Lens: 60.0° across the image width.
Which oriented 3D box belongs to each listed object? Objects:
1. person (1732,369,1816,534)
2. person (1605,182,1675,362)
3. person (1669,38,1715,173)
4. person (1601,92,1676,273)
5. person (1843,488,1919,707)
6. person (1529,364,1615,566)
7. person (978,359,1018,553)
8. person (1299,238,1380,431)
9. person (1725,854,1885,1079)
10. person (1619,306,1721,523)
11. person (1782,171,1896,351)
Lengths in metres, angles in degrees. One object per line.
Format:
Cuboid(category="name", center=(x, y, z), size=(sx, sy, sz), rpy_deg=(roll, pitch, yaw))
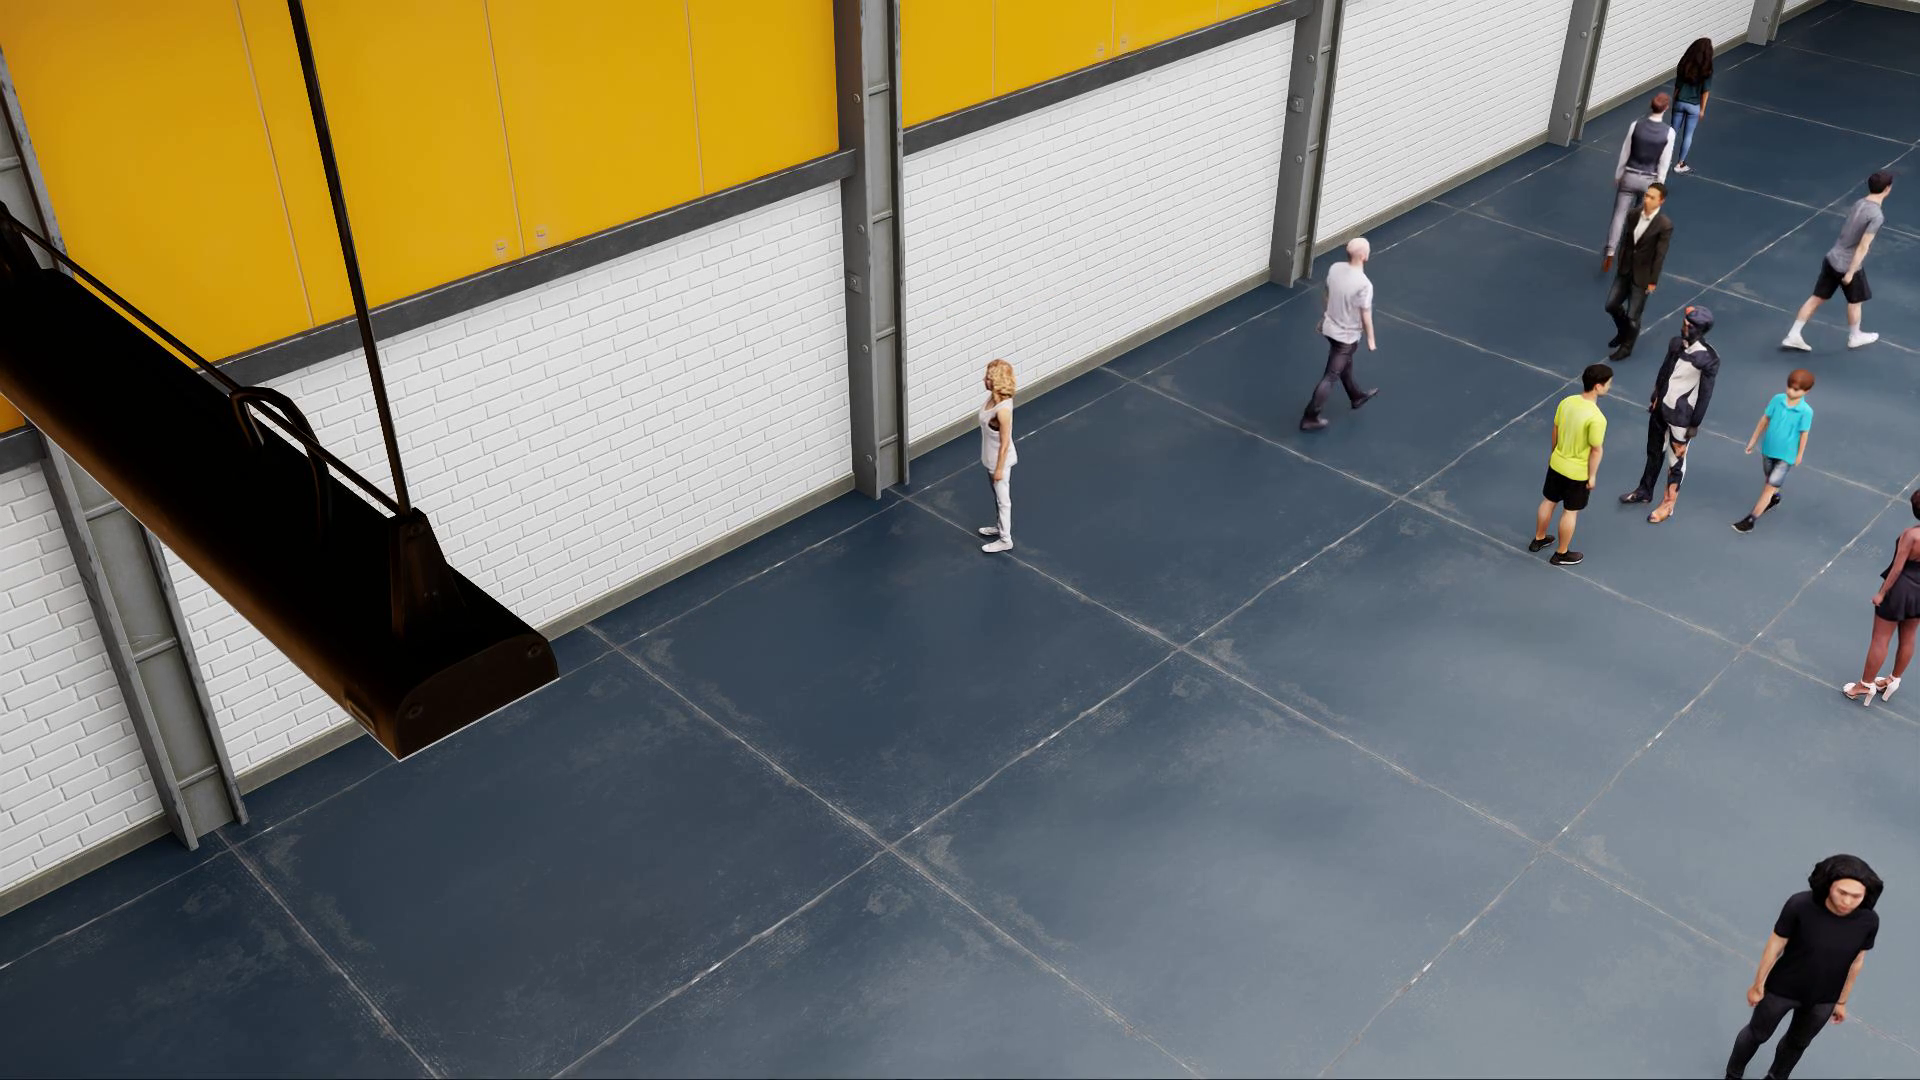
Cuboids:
Cuboid(category="person", center=(6.743, -0.765, 13.596), size=(1.028, 1.410, 0.695), rpy_deg=(-18, 37, -25))
Cuboid(category="person", center=(6.581, -2.591, 16.001), size=(0.741, 1.789, 0.753), rpy_deg=(-21, 39, -28))
Cuboid(category="person", center=(8.849, -5.290, 20.215), size=(0.603, 1.619, 0.595), rpy_deg=(25, 41, 32))
Cuboid(category="person", center=(7.203, -3.787, 17.692), size=(0.858, 1.910, 1.217), rpy_deg=(19, 38, 26))
Cuboid(category="person", center=(6.554, 0.382, 11.529), size=(0.633, 1.788, 0.719), rpy_deg=(-6, 34, -9))
Cuboid(category="person", center=(4.821, -0.602, 13.084), size=(0.639, 1.706, 0.680), rpy_deg=(-15, 37, -22))
Cuboid(category="person", center=(0.315, -0.675, 13.227), size=(0.733, 1.670, 0.690), rpy_deg=(-3, 34, -4))
Cuboid(category="person", center=(3.316, -1.798, 14.809), size=(1.254, 1.788, 0.977), rpy_deg=(-13, 36, -19))
Cuboid(category="person", center=(4.370, 2.294, 8.611), size=(0.708, 1.835, 0.708), rpy_deg=(7, 34, 10))
Cuboid(category="person", center=(5.854, -1.043, 13.580), size=(0.744, 1.891, 0.772), rpy_deg=(-12, 35, -17))
Cuboid(category="person", center=(8.453, -2.657, 16.059), size=(1.222, 1.835, 1.139), rpy_deg=(0, 34, 0))
